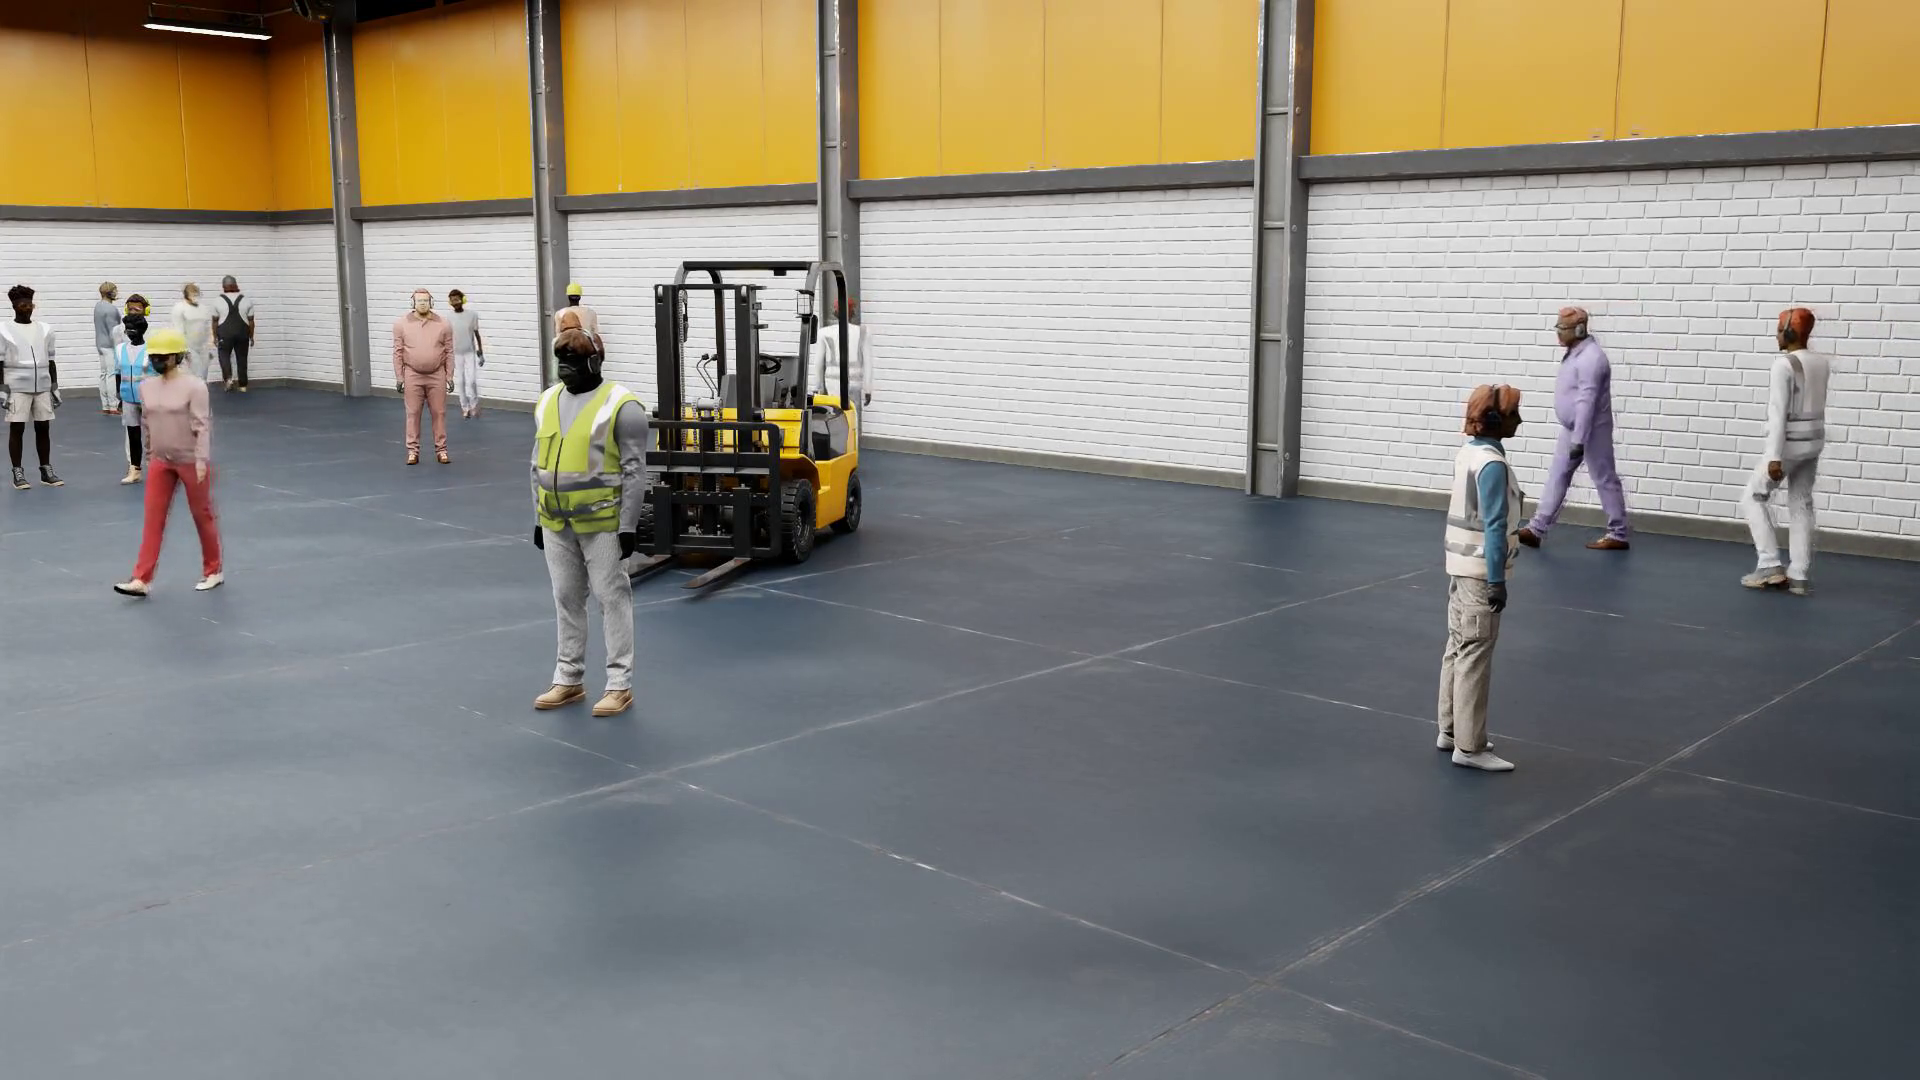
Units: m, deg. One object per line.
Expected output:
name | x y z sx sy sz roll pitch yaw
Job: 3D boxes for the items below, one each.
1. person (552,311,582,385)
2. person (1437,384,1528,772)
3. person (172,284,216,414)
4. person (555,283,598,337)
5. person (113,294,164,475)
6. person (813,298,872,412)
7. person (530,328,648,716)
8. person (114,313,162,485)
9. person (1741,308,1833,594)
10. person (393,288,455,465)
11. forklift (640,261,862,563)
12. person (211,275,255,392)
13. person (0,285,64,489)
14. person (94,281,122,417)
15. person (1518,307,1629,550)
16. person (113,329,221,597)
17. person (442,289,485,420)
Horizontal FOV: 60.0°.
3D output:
person | -4.491 -1.842 19.388 0.503 1.629 0.292 -5 10 -27
person | 2.225 0.153 7.102 0.310 1.638 0.522 1 9 3
person | -11.066 -2.747 24.079 0.514 1.902 0.649 3 10 21
person | -5.251 -2.552 22.803 0.584 1.928 0.372 -5 10 -26
person | -8.438 -1.602 17.183 0.521 1.864 0.334 -6 11 -32
person | -1.204 -1.576 17.112 0.592 1.831 0.983 -2 10 -13
person | -1.791 -0.084 7.942 0.626 1.844 0.429 4 10 24
person | -8.042 -1.380 16.339 0.531 1.692 0.320 0 9 3
person | 5.414 -0.585 10.924 0.595 1.861 0.562 -5 11 -29
person | -5.812 -1.771 18.068 0.641 1.912 0.407 -4 10 -22
forklift | -1.552 -1.040 12.721 1.214 2.155 2.313 2 9 11
person | -12.462 -3.542 28.529 0.688 2.000 0.584 -5 11 -30
person | -9.028 -1.481 16.116 0.367 1.967 0.606 6 11 35
person | -12.222 -2.740 23.925 0.377 1.940 0.629 -9 13 -43
person | 4.608 -0.816 12.450 0.995 1.833 0.653 0 9 -1
person | -5.114 -0.484 10.736 0.546 1.733 0.801 2 9 9
person | -6.975 -2.599 23.369 0.535 1.832 0.612 -2 9 -10
